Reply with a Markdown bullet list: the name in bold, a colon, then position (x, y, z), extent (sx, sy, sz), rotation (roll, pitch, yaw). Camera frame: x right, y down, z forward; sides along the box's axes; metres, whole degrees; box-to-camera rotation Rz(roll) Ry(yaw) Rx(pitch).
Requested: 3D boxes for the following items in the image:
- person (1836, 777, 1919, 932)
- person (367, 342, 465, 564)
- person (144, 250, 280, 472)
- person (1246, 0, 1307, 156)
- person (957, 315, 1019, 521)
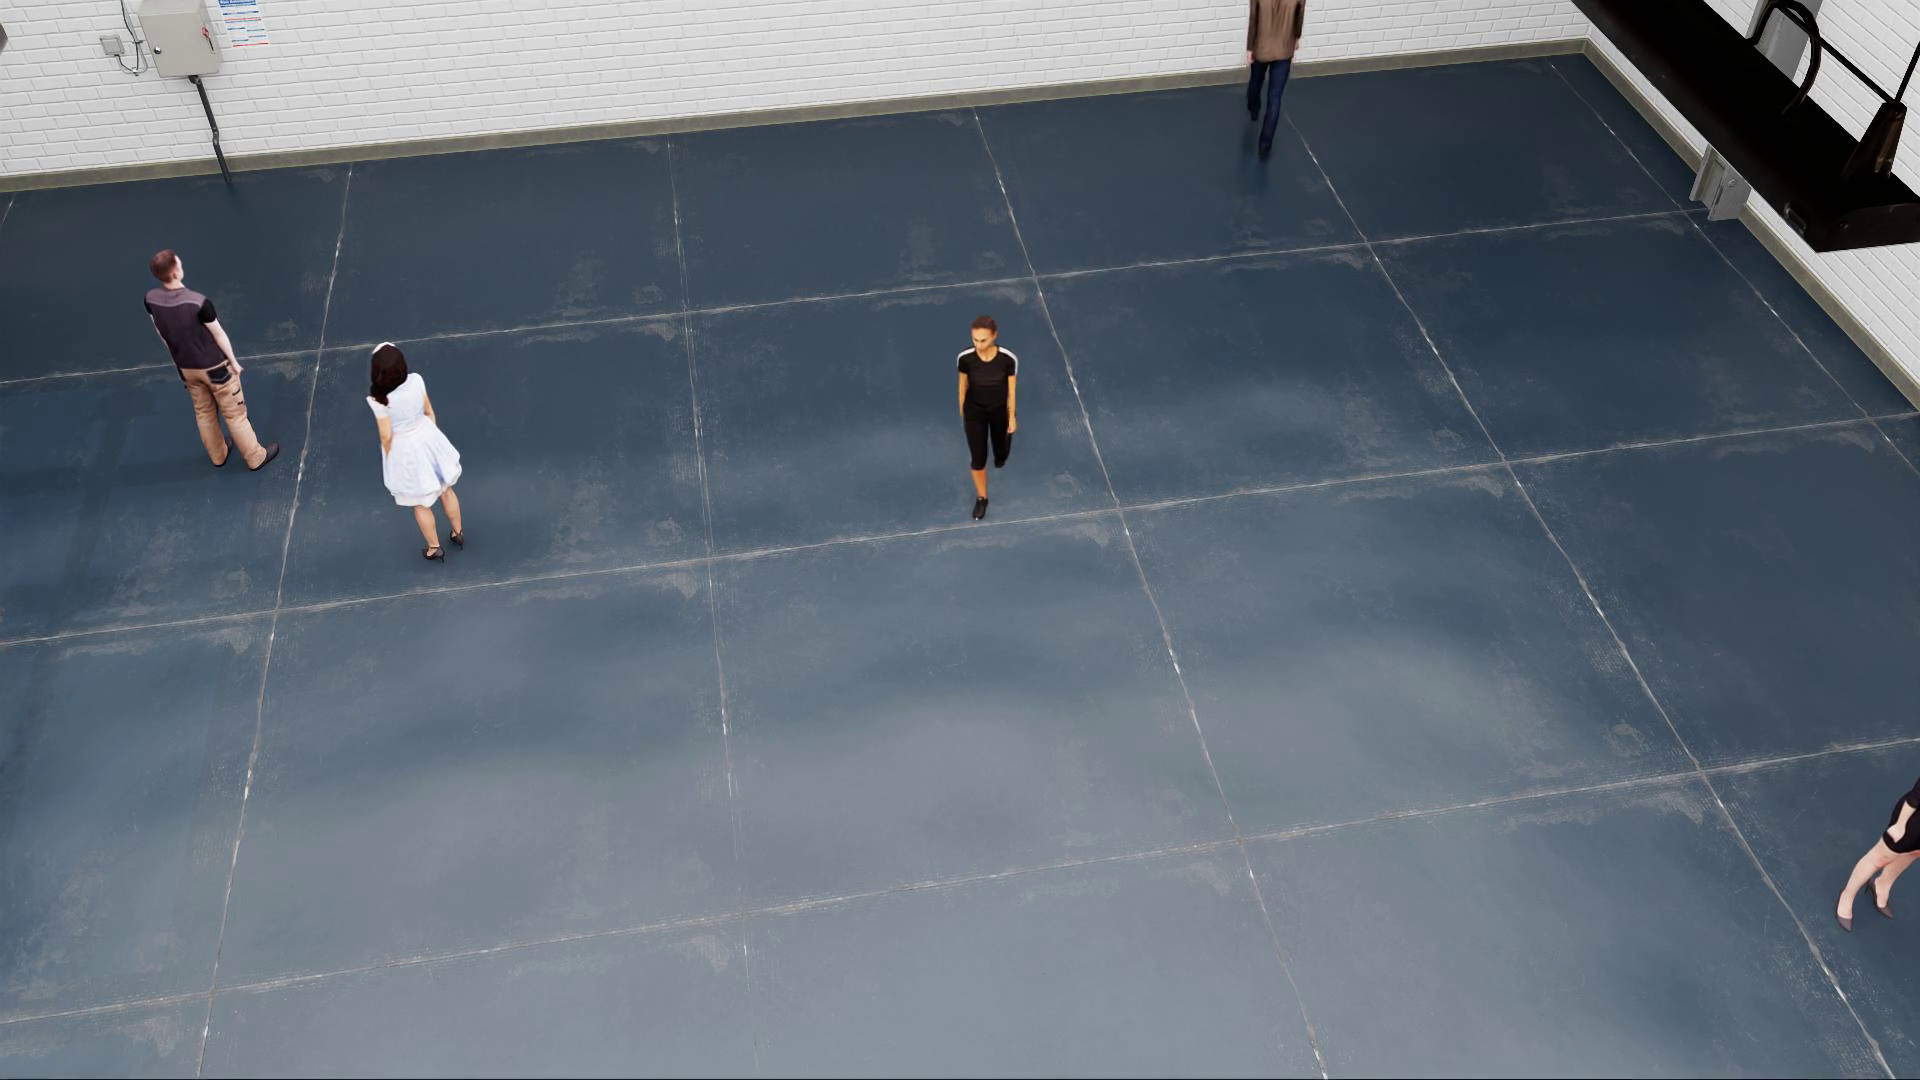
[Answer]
- **person**: position (5.257, 1.511, 9.042), extent (0.597, 1.804, 0.509), rotation (-10, 45, -10)
- **person**: position (-3.666, -0.579, 11.225), extent (0.906, 1.818, 0.854), rotation (33, 53, 30)
- **person**: position (-5.449, -1.285, 11.950), extent (0.761, 1.842, 0.727), rotation (8, 44, 8)
- **person**: position (2.870, -4.439, 15.264), extent (0.972, 1.835, 1.270), rotation (9, 44, 9)
- **person**: position (0.215, -0.948, 11.733), extent (0.756, 1.653, 0.972), rotation (5, 44, 5)
